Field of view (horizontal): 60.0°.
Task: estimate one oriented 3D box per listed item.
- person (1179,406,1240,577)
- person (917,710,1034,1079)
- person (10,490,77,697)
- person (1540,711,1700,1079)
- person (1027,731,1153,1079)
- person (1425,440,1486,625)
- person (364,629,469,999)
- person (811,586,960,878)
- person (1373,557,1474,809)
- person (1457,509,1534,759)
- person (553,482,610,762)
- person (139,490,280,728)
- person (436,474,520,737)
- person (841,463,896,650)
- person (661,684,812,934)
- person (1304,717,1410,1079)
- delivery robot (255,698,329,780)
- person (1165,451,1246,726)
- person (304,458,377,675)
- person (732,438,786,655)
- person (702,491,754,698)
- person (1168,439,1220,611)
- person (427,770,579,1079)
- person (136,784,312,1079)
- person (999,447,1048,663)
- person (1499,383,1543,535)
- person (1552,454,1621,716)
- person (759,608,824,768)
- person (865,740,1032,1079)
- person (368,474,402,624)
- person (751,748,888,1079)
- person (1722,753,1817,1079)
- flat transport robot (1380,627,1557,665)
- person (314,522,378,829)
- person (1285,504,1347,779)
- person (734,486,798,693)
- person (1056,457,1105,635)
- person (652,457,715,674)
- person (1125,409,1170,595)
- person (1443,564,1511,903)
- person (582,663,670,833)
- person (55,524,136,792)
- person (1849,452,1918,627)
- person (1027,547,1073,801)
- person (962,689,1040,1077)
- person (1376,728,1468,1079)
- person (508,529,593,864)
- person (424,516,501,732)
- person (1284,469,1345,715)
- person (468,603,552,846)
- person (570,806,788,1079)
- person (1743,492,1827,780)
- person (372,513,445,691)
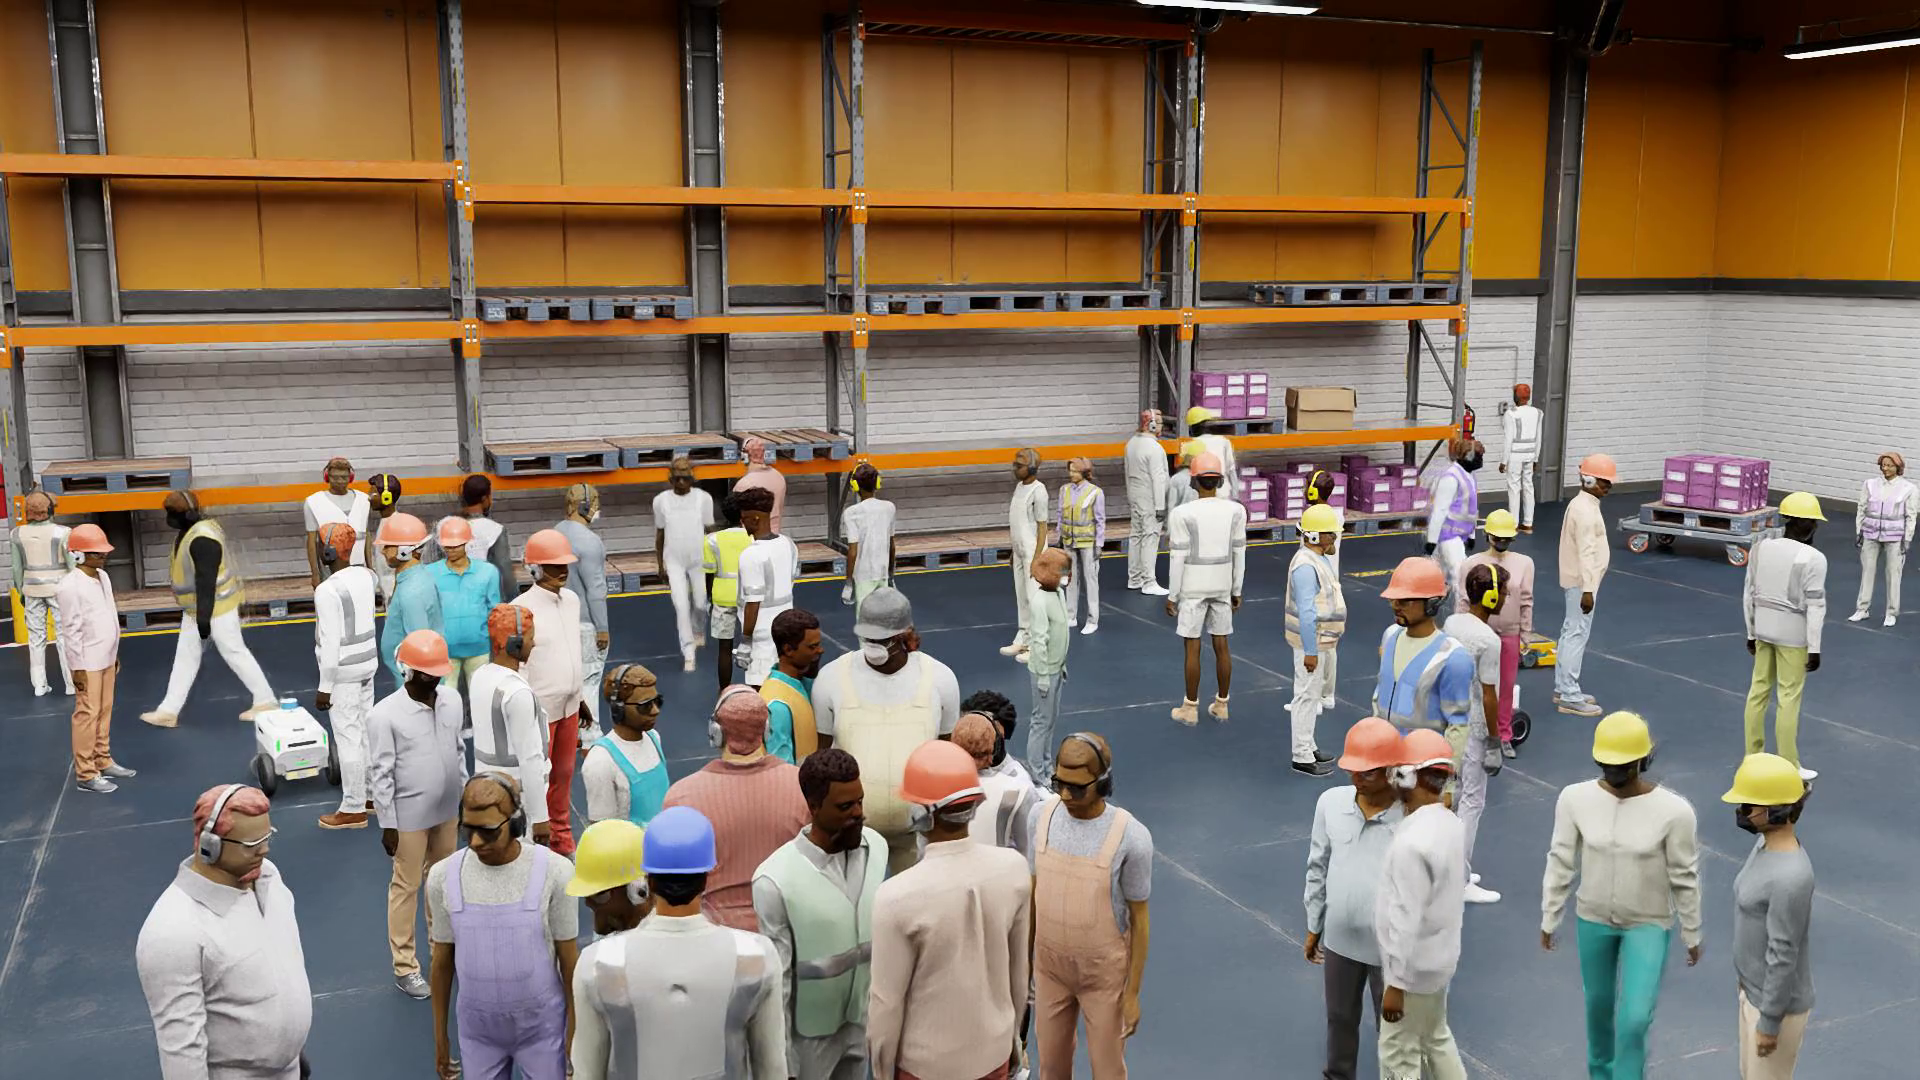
[{"bbox_3d":[2.611,-0.465,17.550,0.619,1.878,0.589,-5,11,-27],"label":"person"},{"bbox_3d":[0.074,1.503,6.910,0.511,1.640,0.308,2,10,11],"label":"person"},{"bbox_3d":[-7.167,0.431,13.087,0.515,1.641,0.308,0,10,-3],"label":"person"},{"bbox_3d":[2.550,1.523,6.488,0.561,1.741,0.710,7,12,36],"label":"person"},{"bbox_3d":[0.432,1.567,5.968,0.506,1.840,0.343,6,11,31],"label":"person"},{"bbox_3d":[4.558,-0.030,15.292,0.939,1.788,0.651,5,11,28],"label":"person"},{"bbox_3d":[-2.533,1.276,7.911,0.334,1.744,0.560,5,11,27],"label":"person"},{"bbox_3d":[-0.328,1.199,7.504,0.682,2.000,0.536,-1,10,-5],"label":"person"},{"bbox_3d":[2.197,1.090,8.121,0.378,2.045,0.605,-5,11,-24],"label":"person"},{"bbox_3d":[3.689,0.651,11.484,0.518,1.756,0.348,0,10,0],"label":"person"},{"bbox_3d":[-2.603,0.560,11.494,0.372,1.935,0.631,-8,13,-39],"label":"person"},{"bbox_3d":[-5.551,0.505,12.230,0.984,1.784,0.654,-8,13,-39],"label":"person"},{"bbox_3d":[-3.466,0.454,12.205,0.607,1.895,0.756,5,11,26],"label":"person"},{"bbox_3d":[-0.723,0.321,13.077,0.517,1.864,0.334,-9,13,-42],"label":"person"},{"bbox_3d":[-0.797,1.480,6.276,0.639,1.907,0.409,-2,10,-13],"label":"person"},{"bbox_3d":[1.571,1.532,6.411,0.575,1.749,0.333,9,13,42],"label":"person"},{"bbox_3d":[-4.417,1.290,10.988,0.477,0.478,0.707,-6,12,-32],"label":"delivery robot"},{"bbox_3d":[1.808,0.361,12.334,0.614,2.041,0.374,-3,10,-18],"label":"person"},{"bbox_3d":[-5.075,0.235,13.644,0.389,1.838,0.563,8,13,39],"label":"person"},{"bbox_3d":[-1.783,0.057,14.486,0.410,1.904,0.642,4,11,24],"label":"person"},{"bbox_3d":[-1.690,0.471,12.687,0.533,1.697,0.319,0,10,-1],"label":"person"},{"bbox_3d":[2.232,-0.108,15.991,0.508,1.707,0.719,4,11,22],"label":"person"},{"bbox_3d":[-1.505,1.643,5.550,0.517,1.836,0.346,0,10,1],"label":"person"},{"bbox_3d":[-2.214,1.676,5.165,0.409,1.901,0.647,1,10,4],"label":"person"},{"bbox_3d":[0.570,0.124,14.265,0.345,1.847,0.508,-4,11,-24],"label":"person"},{"bbox_3d":[6.950,-1.003,20.643,0.584,1.882,0.339,-4,11,-24],"label":"person"},{"bbox_3d":[4.765,0.331,12.665,0.401,1.983,0.623,2,10,14],"label":"person"},{"bbox_3d":[-0.793,1.247,7.583,0.370,1.916,0.597,0,10,-1],"label":"person"},{"bbox_3d":[-0.047,1.611,5.304,0.604,1.986,0.404,-8,12,-37],"label":"person"},{"bbox_3d":[-4.253,0.430,12.429,0.328,1.872,0.509,-4,11,-23],"label":"person"},{"bbox_3d":[-0.448,1.608,5.502,0.399,1.920,0.590,7,12,35],"label":"person"},{"bbox_3d":[2.849,1.616,5.925,0.345,1.758,0.532,3,10,18],"label":"person"},{"bbox_3d":[4.400,0.921,14.199,1.431,0.197,0.652,-2,10,-13],"label":"flat transport robot"},{"bbox_3d":[-3.746,0.820,10.149,0.355,1.883,0.575,1,10,7],"label":"person"},{"bbox_3d":[2.387,0.665,11.179,0.404,1.833,0.590,3,10,16],"label":"person"},{"bbox_3d":[-1.308,0.610,11.118,0.368,1.963,0.603,4,11,21],"label":"person"},{"bbox_3d":[1.105,0.047,15.305,0.524,1.636,0.308,9,13,41],"label":"person"},{"bbox_3d":[-2.308,0.173,14.087,0.556,1.814,0.780,-1,10,-7],"label":"person"},{"bbox_3d":[1.947,-0.393,17.064,0.405,1.906,0.652,-4,11,-21],"label":"person"},{"bbox_3d":[2.769,1.040,8.970,0.348,1.857,0.521,-2,10,-12],"label":"person"},{"bbox_3d":[-1.342,1.407,6.868,0.332,1.844,0.518,3,10,16],"label":"person"},{"bbox_3d":[-5.643,0.757,10.875,0.341,1.749,0.572,-1,10,-5],"label":"person"},{"bbox_3d":[8.696,-0.014,15.650,0.308,1.641,0.514,-9,13,-41],"label":"person"},{"bbox_3d":[0.583,0.850,10.688,0.280,1.633,0.500,3,10,17],"label":"person"},{"bbox_3d":[0.134,1.454,7.031,0.319,1.696,0.532,-6,11,-29],"label":"person"},{"bbox_3d":[1.762,1.580,6.244,0.452,1.714,0.649,5,11,27],"label":"person"},{"bbox_3d":[-2.260,0.924,9.216,0.378,1.996,0.611,4,11,22],"label":"person"},{"bbox_3d":[-3.354,0.705,11.185,0.563,1.750,0.321,-4,11,-23],"label":"person"},{"bbox_3d":[2.703,0.393,12.645,0.329,1.872,0.507,8,13,40],"label":"person"},{"bbox_3d":[-2.084,1.223,7.812,0.355,1.887,0.576,-8,13,-39],"label":"person"},{"bbox_3d":[-0.805,1.720,4.813,0.622,1.933,0.420,-2,10,-14],"label":"person"},{"bbox_3d":[5.502,0.633,11.100,0.383,1.924,0.589,-4,11,-22],"label":"person"},{"bbox_3d":[-3.207,0.829,9.773,0.376,1.994,0.612,-3,10,-15],"label":"person"}]
